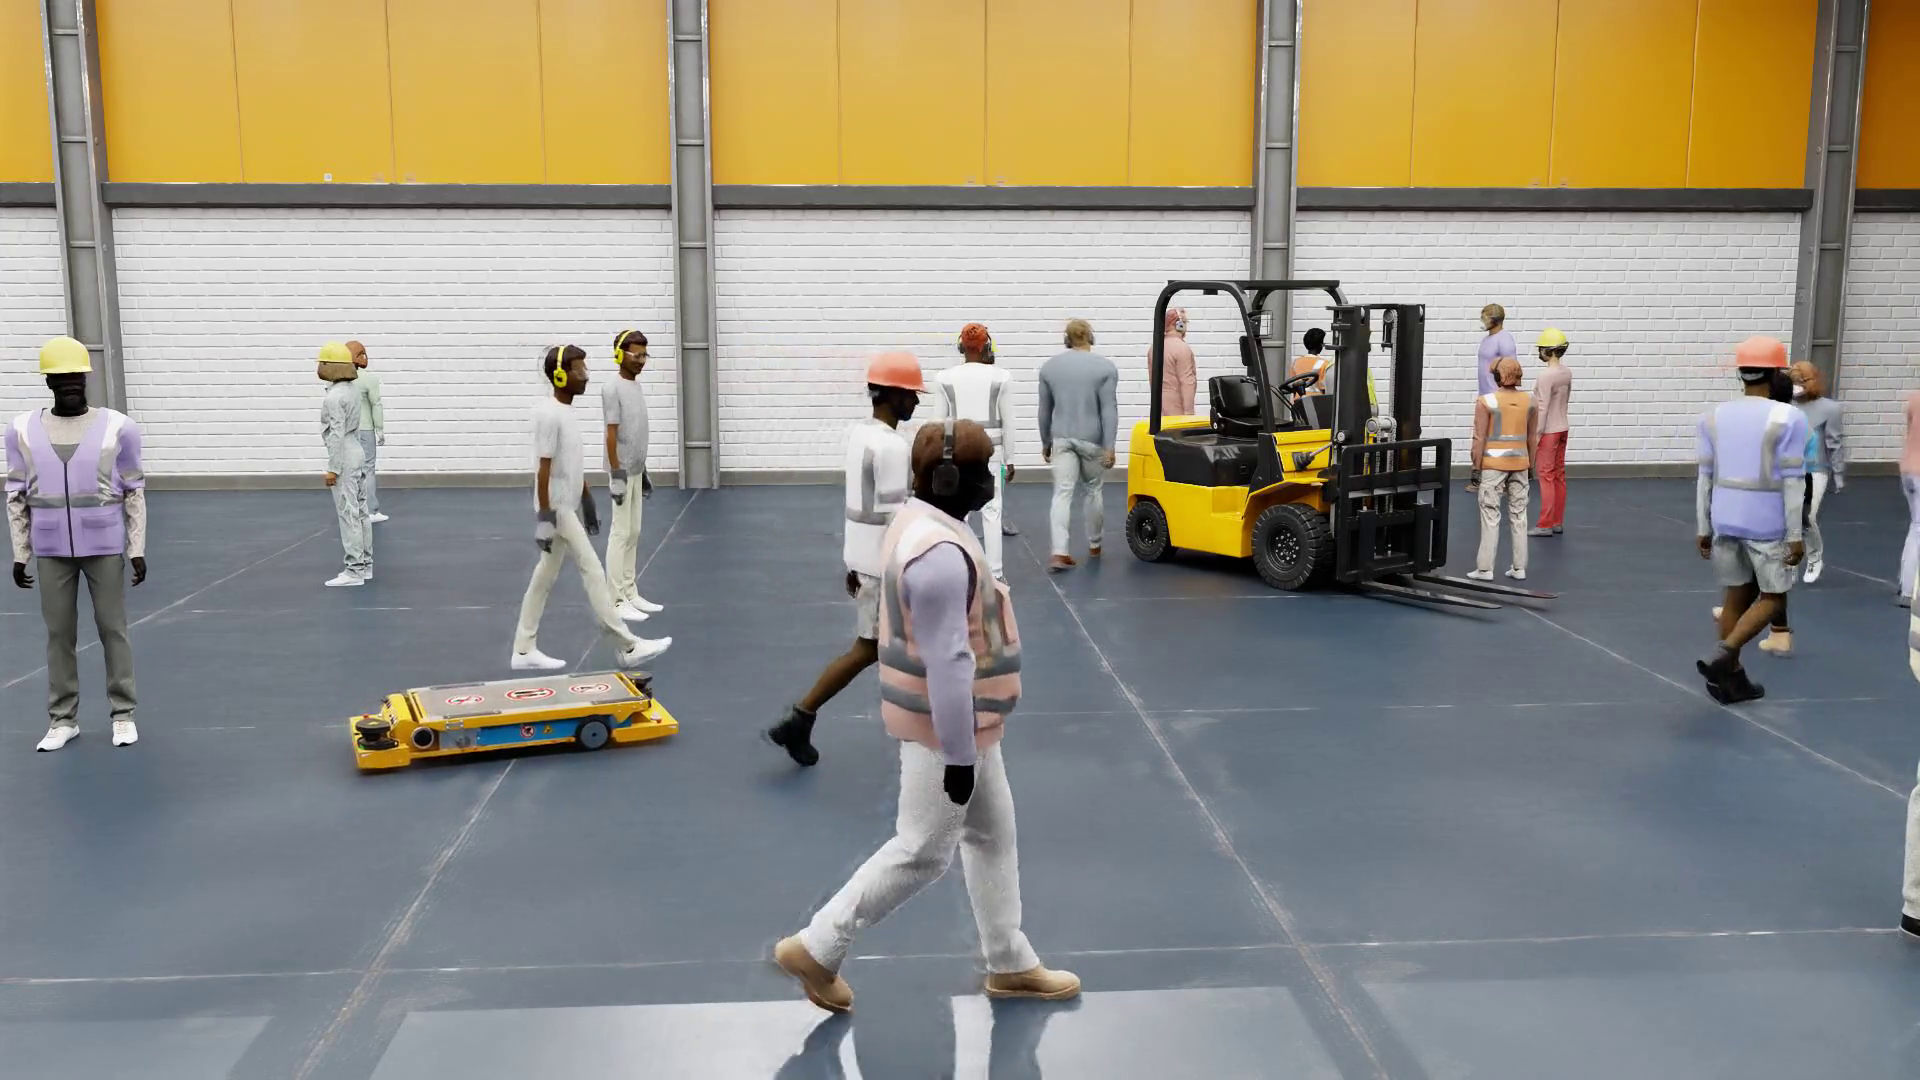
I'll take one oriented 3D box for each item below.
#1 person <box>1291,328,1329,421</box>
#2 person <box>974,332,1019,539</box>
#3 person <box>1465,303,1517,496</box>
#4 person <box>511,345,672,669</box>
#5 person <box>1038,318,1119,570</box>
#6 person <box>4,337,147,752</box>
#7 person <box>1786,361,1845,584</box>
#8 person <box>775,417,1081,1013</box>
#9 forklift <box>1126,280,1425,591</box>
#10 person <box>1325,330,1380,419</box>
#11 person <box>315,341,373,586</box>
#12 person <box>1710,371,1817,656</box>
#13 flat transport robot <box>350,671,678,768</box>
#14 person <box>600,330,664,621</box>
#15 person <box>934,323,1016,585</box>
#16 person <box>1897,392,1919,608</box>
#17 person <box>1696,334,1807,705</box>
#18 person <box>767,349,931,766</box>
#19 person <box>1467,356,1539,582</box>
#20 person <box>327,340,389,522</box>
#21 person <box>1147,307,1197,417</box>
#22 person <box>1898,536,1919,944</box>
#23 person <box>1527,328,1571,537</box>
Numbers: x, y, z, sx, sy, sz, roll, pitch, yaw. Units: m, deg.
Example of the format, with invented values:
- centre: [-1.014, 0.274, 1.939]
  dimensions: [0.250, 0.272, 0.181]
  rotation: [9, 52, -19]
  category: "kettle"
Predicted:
- centre: [3.542, -1.294, 16.795]
  dimensions: [0.321, 1.690, 0.529]
  rotation: [-5, 10, -29]
  category: "person"
- centre: [0.239, -0.859, 13.878]
  dimensions: [0.661, 1.744, 0.543]
  rotation: [2, 9, 15]
  category: "person"
- centre: [5.360, -1.407, 16.718]
  dimensions: [0.351, 1.936, 0.635]
  rotation: [-1, 9, -4]
  category: "person"
- centre: [-2.102, -0.167, 9.274]
  dimensions: [0.941, 1.822, 0.555]
  rotation: [-1, 9, -5]
  category: "person"
- centre: [0.901, -0.736, 12.660]
  dimensions: [0.653, 1.873, 1.038]
  rotation: [3, 9, 16]
  category: "person"
- centre: [-4.119, 0.020, 7.776]
  dimensions: [0.592, 1.929, 0.354]
  rotation: [-2, 9, -15]
  category: "person"
- centre: [5.936, -0.450, 11.723]
  dimensions: [0.358, 1.613, 0.542]
  rotation: [-7, 11, -37]
  category: "person"
- centre: [-0.101, 0.537, 4.925]
  dimensions: [0.879, 1.812, 0.634]
  rotation: [0, 9, -2]
  category: "person"
- centre: [2.301, -0.860, 12.475]
  dimensions: [1.214, 2.155, 2.313]
  rotation: [-6, 11, -35]
  category: "forklift"
- centre: [3.162, -0.839, 13.448]
  dimensions: [0.429, 1.841, 0.634]
  rotation: [5, 10, 30]
  category: "person"
- centre: [-4.421, -0.543, 11.895]
  dimensions: [0.296, 1.745, 0.485]
  rotation: [0, 9, -2]
  category: "person"
- centre: [4.760, -0.181, 9.900]
  dimensions: [0.551, 1.644, 0.861]
  rotation: [-2, 9, -10]
  category: "person"
- centre: [-2.117, 0.830, 7.882]
  dimensions: [1.431, 0.197, 0.652]
  rotation: [-4, 10, -23]
  category: "flat transport robot"
- centre: [-2.131, -0.420, 10.750]
  dimensions: [0.327, 1.865, 0.517]
  rotation: [2, 9, 10]
  category: "person"
- centre: [0.107, -0.571, 11.644]
  dimensions: [0.575, 1.883, 0.355]
  rotation: [1, 9, 6]
  category: "person"
- centre: [6.471, -0.409, 11.102]
  dimensions: [0.501, 1.743, 0.630]
  rotation: [-1, 9, -4]
  category: "person"
- centre: [3.976, -0.081, 8.444]
  dimensions: [0.600, 1.922, 0.566]
  rotation: [-6, 11, -32]
  category: "person"
- centre: [-0.433, 0.093, 7.474]
  dimensions: [0.908, 1.901, 0.573]
  rotation: [-3, 10, -18]
  category: "person"
- centre: [3.937, -0.508, 12.035]
  dimensions: [0.518, 1.633, 0.310]
  rotation: [-2, 9, -13]
  category: "person"
- centre: [-5.401, -0.966, 14.900]
  dimensions: [0.509, 1.632, 0.267]
  rotation: [1, 9, 7]
  category: "person"
- centre: [2.052, -1.254, 15.838]
  dimensions: [0.410, 1.913, 0.643]
  rotation: [-4, 10, -26]
  category: "person"
- centre: [3.345, 0.437, 5.463]
  dimensions: [0.404, 1.830, 0.602]
  rotation: [9, 13, 43]
  category: "person"
- centre: [4.987, -0.897, 14.095]
  dimensions: [0.334, 1.774, 0.532]
  rotation: [8, 12, 41]
  category: "person"
